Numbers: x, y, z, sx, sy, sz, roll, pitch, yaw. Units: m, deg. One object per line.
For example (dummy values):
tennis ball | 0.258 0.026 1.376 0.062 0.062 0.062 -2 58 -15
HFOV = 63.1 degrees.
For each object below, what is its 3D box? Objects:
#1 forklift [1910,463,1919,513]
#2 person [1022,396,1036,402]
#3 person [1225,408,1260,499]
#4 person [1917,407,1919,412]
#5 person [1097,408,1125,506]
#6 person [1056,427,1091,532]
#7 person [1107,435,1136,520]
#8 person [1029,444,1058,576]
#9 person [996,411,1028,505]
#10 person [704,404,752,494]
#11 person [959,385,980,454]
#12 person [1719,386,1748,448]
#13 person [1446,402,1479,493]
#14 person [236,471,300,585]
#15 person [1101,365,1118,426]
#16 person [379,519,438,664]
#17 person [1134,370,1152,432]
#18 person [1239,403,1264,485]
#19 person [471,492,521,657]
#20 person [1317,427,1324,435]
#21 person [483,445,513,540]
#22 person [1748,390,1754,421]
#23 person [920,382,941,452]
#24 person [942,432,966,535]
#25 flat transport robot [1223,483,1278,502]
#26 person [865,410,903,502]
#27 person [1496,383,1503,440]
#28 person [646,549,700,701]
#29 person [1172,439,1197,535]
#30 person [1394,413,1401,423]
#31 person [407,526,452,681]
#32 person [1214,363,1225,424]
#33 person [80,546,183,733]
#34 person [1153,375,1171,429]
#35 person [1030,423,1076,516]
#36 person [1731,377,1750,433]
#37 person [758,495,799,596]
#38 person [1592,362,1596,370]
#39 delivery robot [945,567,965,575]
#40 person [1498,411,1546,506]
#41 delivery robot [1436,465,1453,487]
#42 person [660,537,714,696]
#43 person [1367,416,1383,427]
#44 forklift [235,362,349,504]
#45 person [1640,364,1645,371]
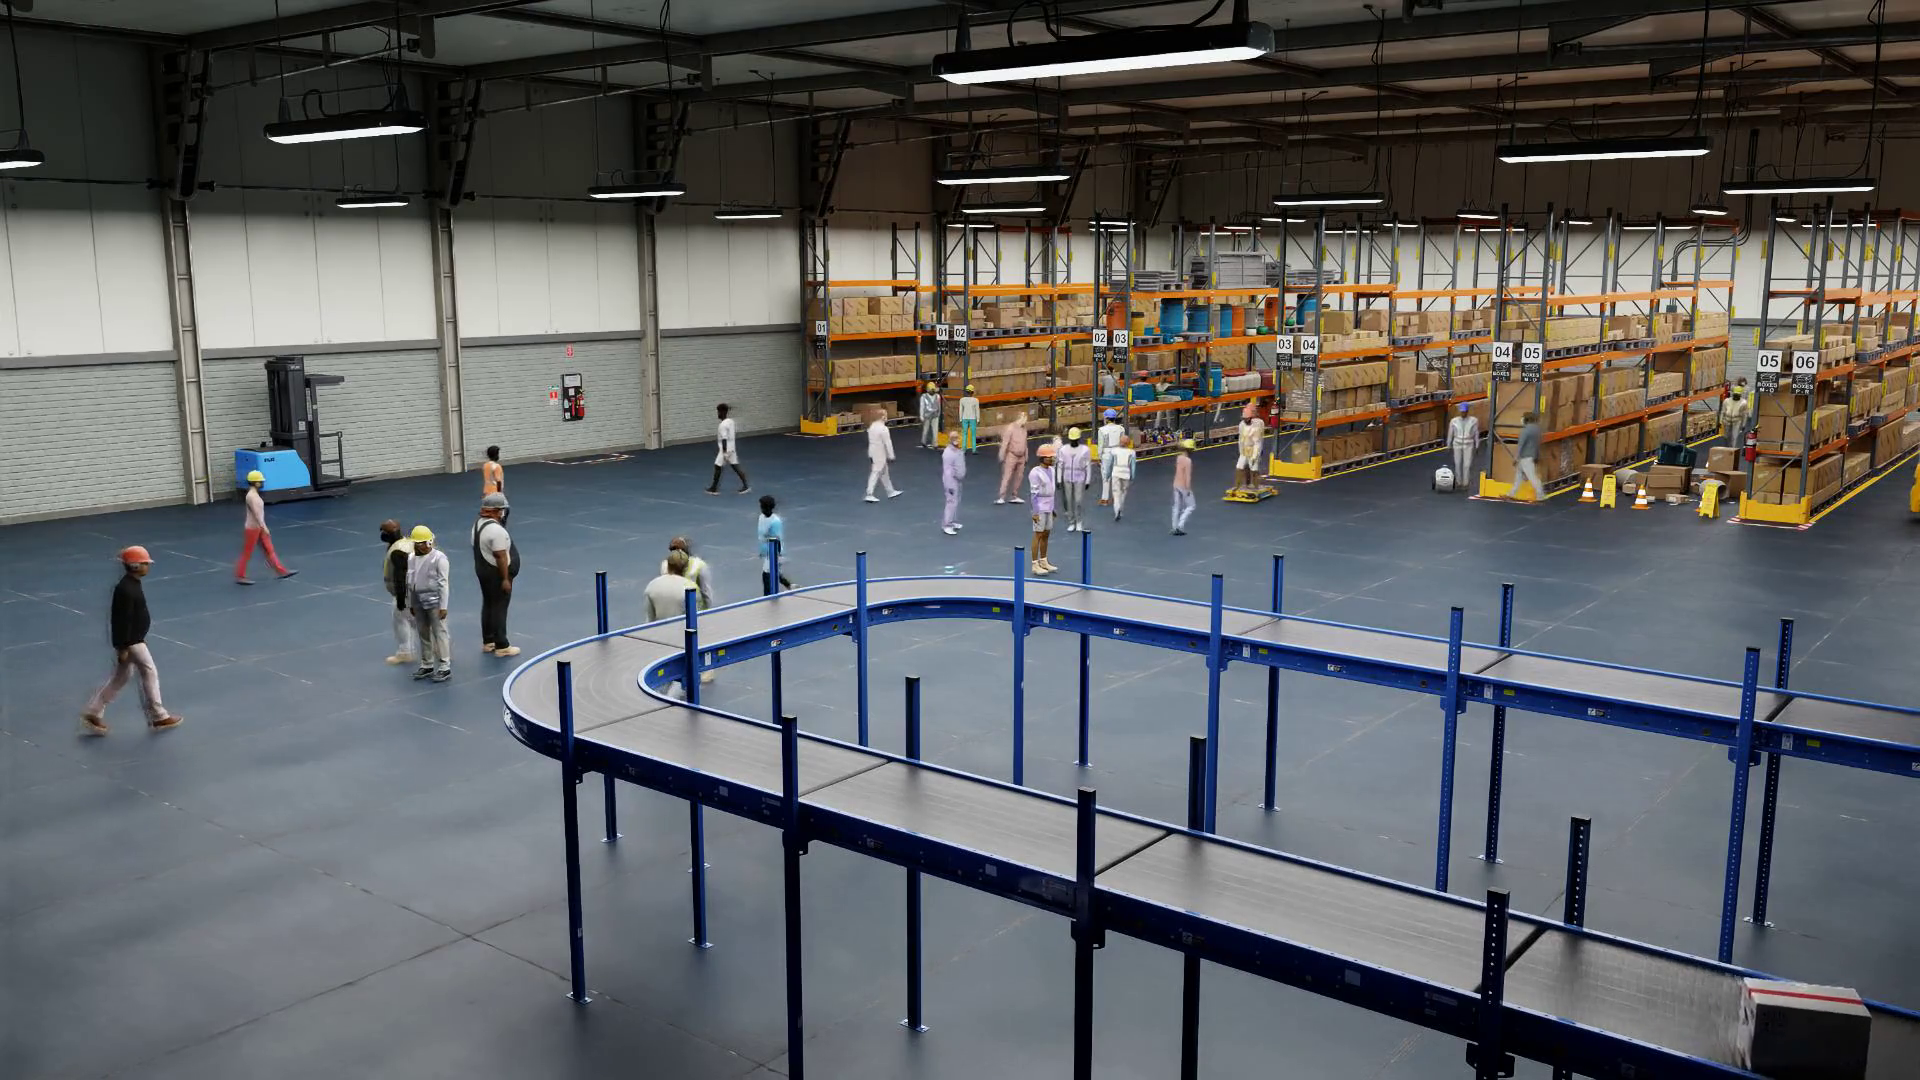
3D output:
forklift | 19.034 -1.348 28.998 2.313 2.155 1.214 8 13 37
person | 2.067 -4.383 46.707 0.594 1.926 0.368 8 13 39
person | 5.813 -1.729 31.858 0.934 1.890 0.565 -8 13 -38
person | 26.163 -3.584 42.118 0.638 1.956 1.030 -7 12 -36
person | 3.013 -1.663 31.345 0.614 1.945 0.394 -5 11 -25
person | 2.045 -1.091 28.248 0.585 1.901 0.531 3 11 18
person | 3.046 -1.182 29.604 0.542 1.609 0.709 1 10 8
person | 1.329 -0.486 24.452 0.374 2.044 0.605 7 12 34
person | 1.063 -1.644 31.466 0.802 1.870 0.444 -10 14 -44
person | -4.867 -1.908 32.833 1.016 1.925 0.625 3 10 16
person | 0.248 -3.054 39.685 0.535 1.767 0.317 3 10 16
person | 19.164 -2.917 38.760 0.636 1.816 0.616 8 13 38
person | 10.607 -1.946 33.033 0.657 1.906 0.956 5 11 24
person | -10.560 -0.187 23.673 0.912 1.723 0.532 -3 10 -14
person | 4.383 -4.178 45.766 0.526 1.858 0.364 2 10 10
person | -6.648 0.609 18.991 0.693 1.797 0.699 -4 11 -24
person | 5.039 -3.687 42.830 0.548 1.910 0.736 6 11 28
person | 6.105 -1.925 32.919 0.559 1.912 0.448 -3 11 -18
person | -5.736 0.426 19.445 0.537 2.000 0.688 -8 13 -39
person | 10.238 -3.968 44.418 0.557 1.918 0.765 7 12 36
person | -8.043 -0.815 27.266 0.484 1.685 0.555 -9 14 -42
person | 20.789 -3.271 40.632 0.587 1.863 0.691 4 11 22
person | -0.789 -3.222 40.561 0.589 1.802 0.848 -4 11 -20
person | -0.114 -1.030 28.029 0.475 1.865 0.725 4 11 20
flat transport robot | 6.011 -0.980 32.337 0.652 0.197 1.431 6 12 31
person | -1.550 -1.718 31.881 0.973 1.862 0.647 -5 11 -25
person | 14.624 -3.473 42.326 0.823 1.647 0.542 -7 12 -34
person | -2.971 1.055 16.120 0.656 1.921 0.524 5 11 24
person | 3.986 -0.936 27.802 0.423 1.739 0.554 -3 11 -17
person | 13.282 -4.425 47.066 0.381 1.905 0.780 10 14 43
person | -6.211 0.729 18.235 0.589 1.825 0.403 5 11 24
person | 7.859 -4.437 47.307 0.531 1.832 0.977 6 11 28
person | -8.652 1.036 16.159 0.909 1.958 0.615 -6 12 -31
person | 5.911 -3.991 45.444 0.529 1.584 0.883 6 12 32
person | 1.806 -1.347 30.032 0.939 1.806 0.540 -1 10 -5
person | 22.321 -3.863 44.654 0.624 1.600 0.571 -1 10 -6
person | -2.568 0.170 21.805 0.692 1.660 0.571 -6 12 -29
person | 19.801 -4.695 48.519 0.573 1.899 0.852 -9 13 -41
delivery robot | -0.160 0.497 22.230 0.698 0.223 0.335 -9 14 -43
person | 11.407 -1.655 31.480 1.015 1.889 0.648 9 13 41
delivery robot | 10.351 -1.362 33.422 0.477 0.478 0.707 3 10 15
person | -3.076 0.823 17.817 0.645 1.792 0.986 5 11 27
person | 12.308 -4.257 46.049 0.410 1.912 0.643 -8 13 -39
forklift | -13.803 -2.244 32.110 1.129 2.768 1.873 8 13 37
person | 20.312 -4.304 46.505 0.671 1.841 0.531 10 14 44
